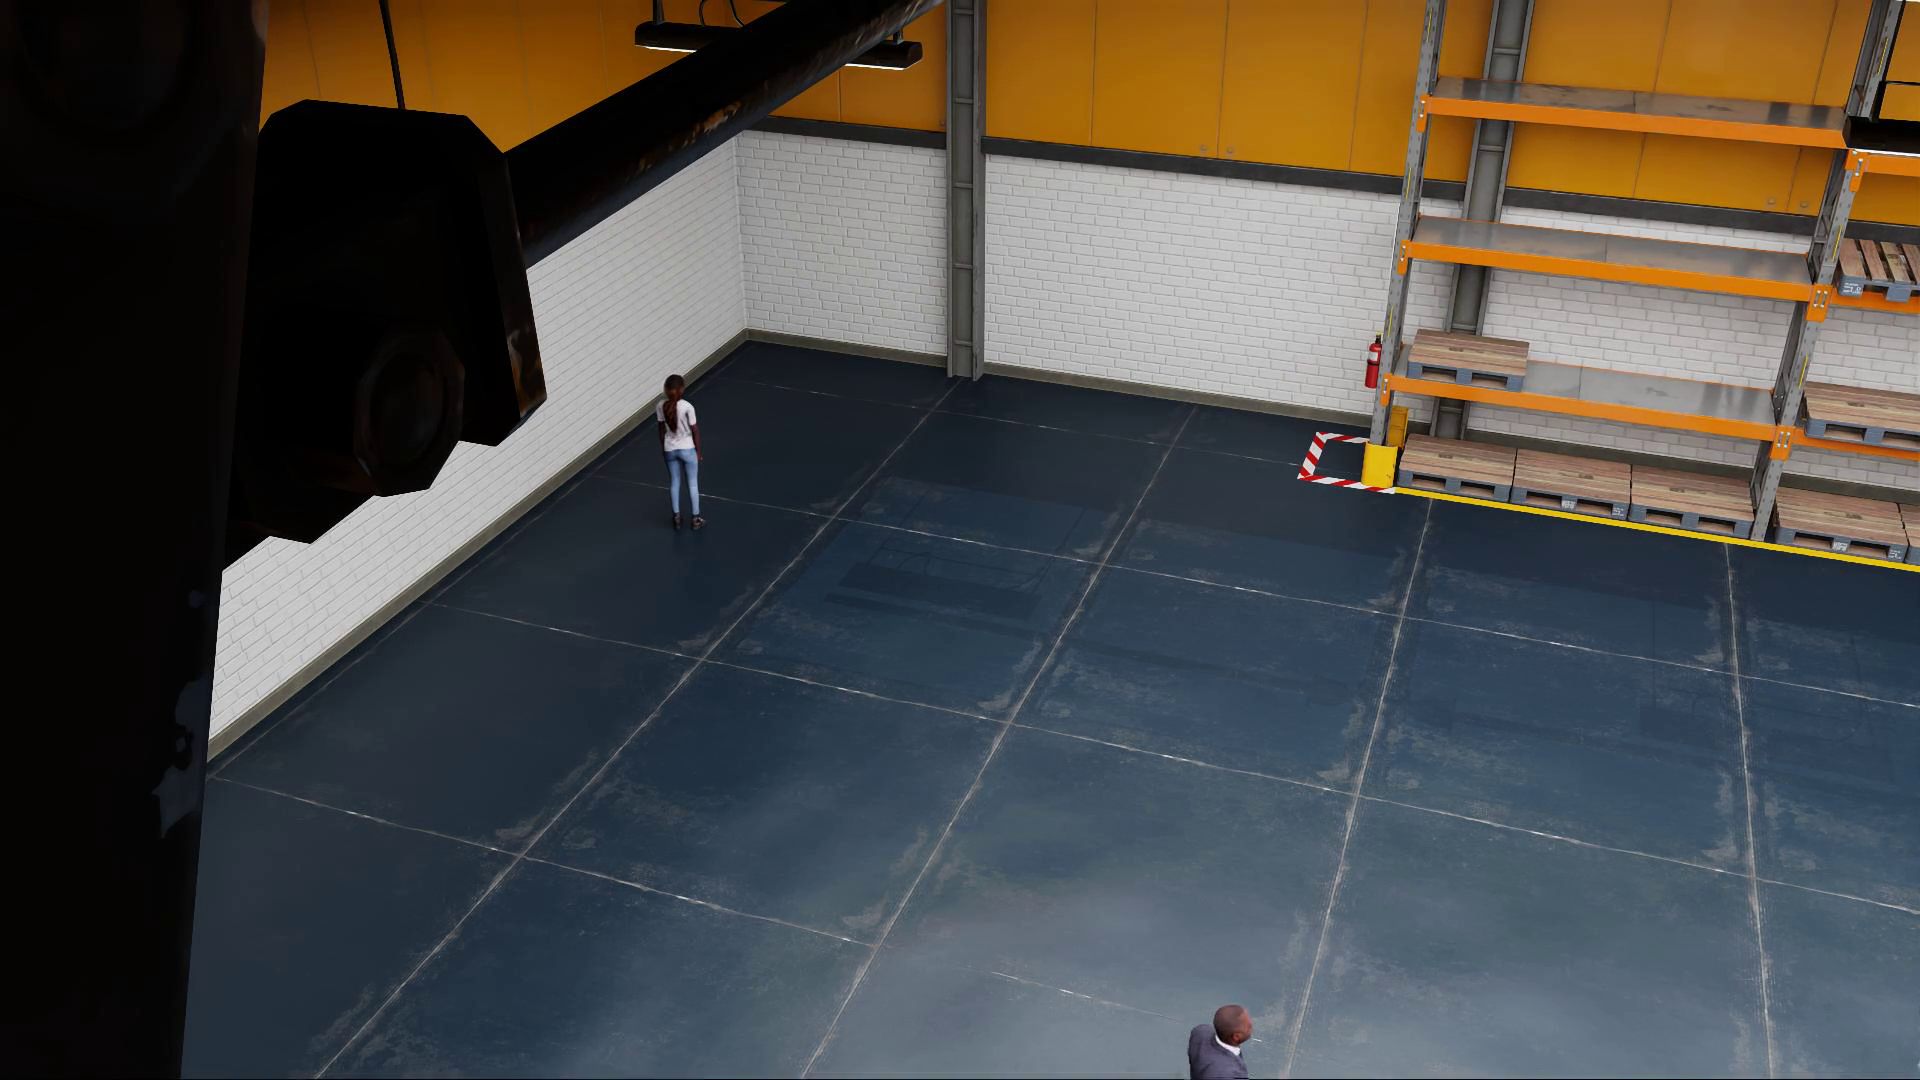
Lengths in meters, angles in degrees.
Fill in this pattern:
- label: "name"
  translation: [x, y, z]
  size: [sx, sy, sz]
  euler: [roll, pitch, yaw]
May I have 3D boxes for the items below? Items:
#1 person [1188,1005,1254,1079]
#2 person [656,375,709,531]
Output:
- label: "person"
  translation: [1.372, 3.347, 9.406]
  size: [1.038, 1.806, 0.955]
  euler: [-8, 30, -15]
- label: "person"
  translation: [-2.912, -0.918, 17.316]
  size: [0.505, 1.719, 0.672]
  euler: [6, 29, 10]
